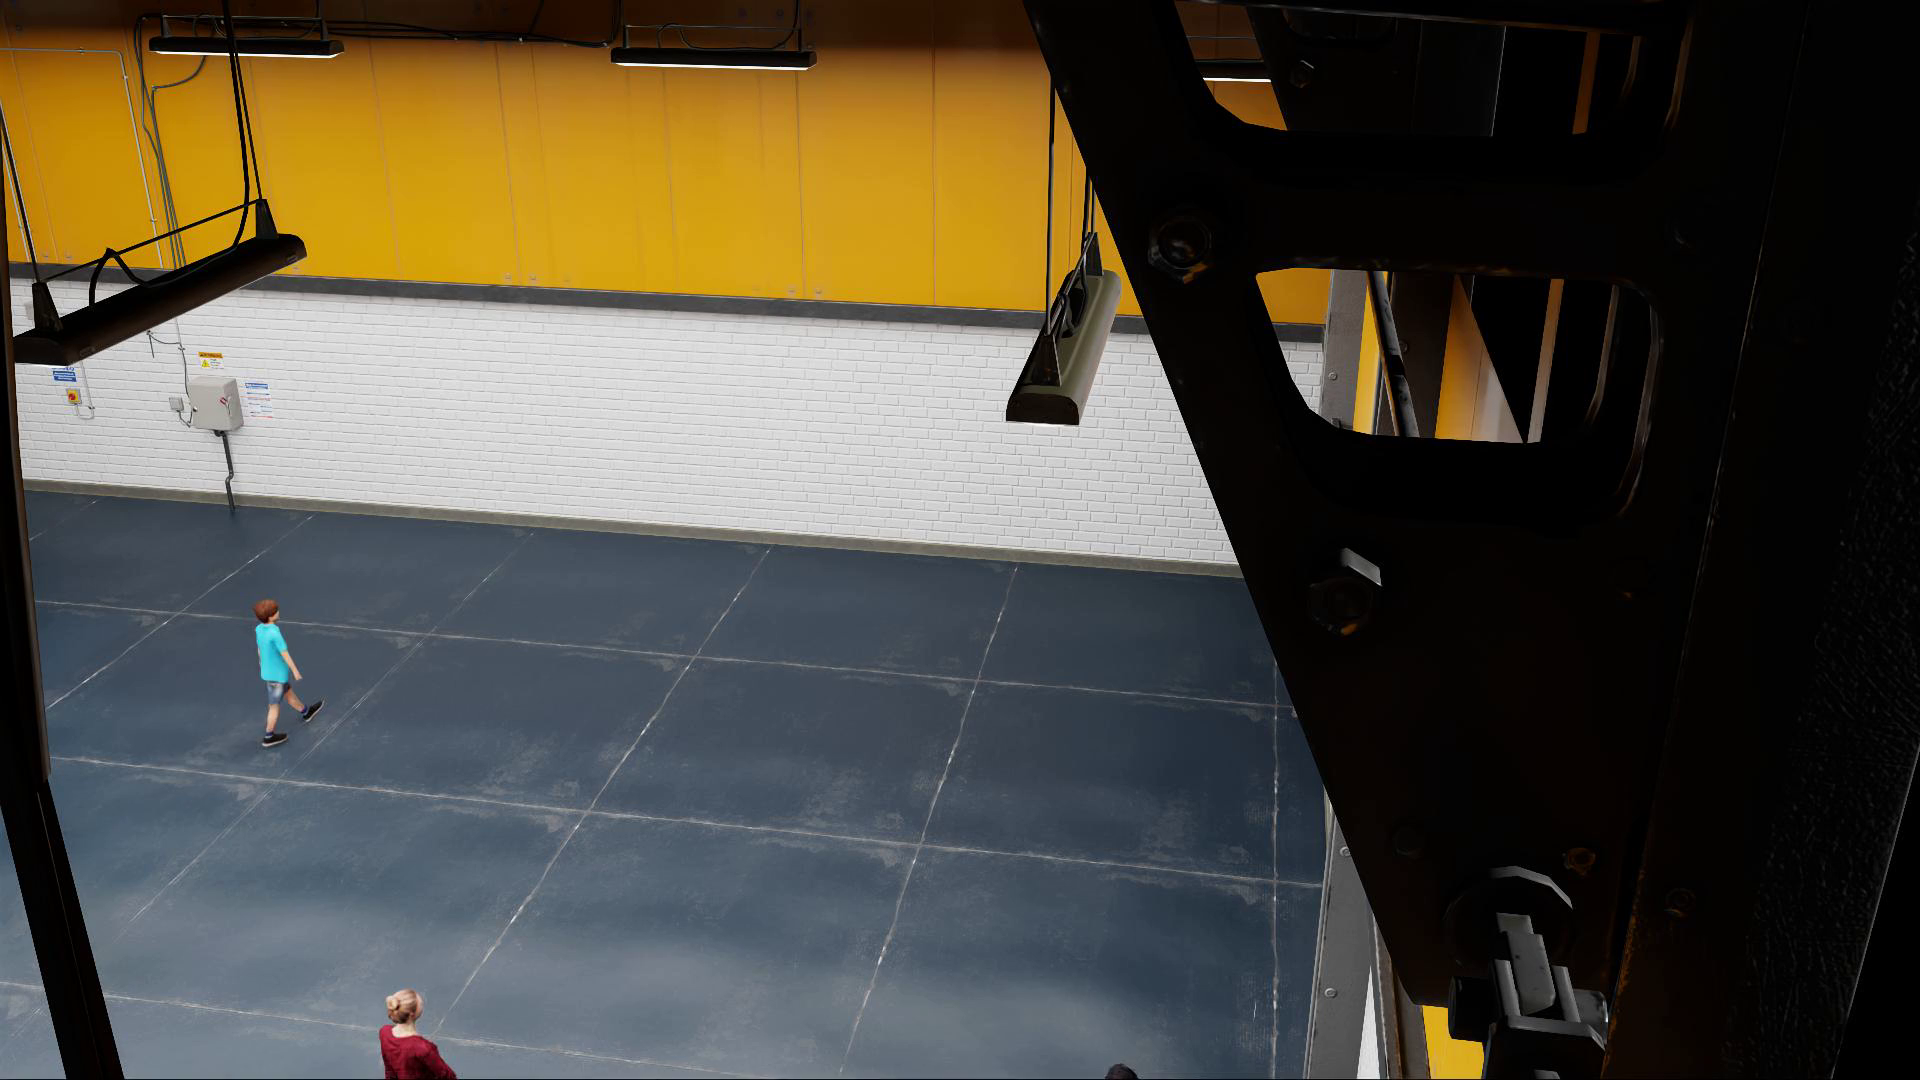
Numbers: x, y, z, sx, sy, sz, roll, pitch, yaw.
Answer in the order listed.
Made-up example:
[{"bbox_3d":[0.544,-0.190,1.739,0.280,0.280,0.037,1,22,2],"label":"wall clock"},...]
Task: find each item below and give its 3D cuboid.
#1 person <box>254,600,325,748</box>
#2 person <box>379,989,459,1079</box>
[{"bbox_3d":[-6.476,1.260,15.573,0.845,1.416,1.006,19,30,37],"label":"person"},{"bbox_3d":[-3.336,3.509,10.134,0.956,1.652,1.179,17,29,34],"label":"person"}]
